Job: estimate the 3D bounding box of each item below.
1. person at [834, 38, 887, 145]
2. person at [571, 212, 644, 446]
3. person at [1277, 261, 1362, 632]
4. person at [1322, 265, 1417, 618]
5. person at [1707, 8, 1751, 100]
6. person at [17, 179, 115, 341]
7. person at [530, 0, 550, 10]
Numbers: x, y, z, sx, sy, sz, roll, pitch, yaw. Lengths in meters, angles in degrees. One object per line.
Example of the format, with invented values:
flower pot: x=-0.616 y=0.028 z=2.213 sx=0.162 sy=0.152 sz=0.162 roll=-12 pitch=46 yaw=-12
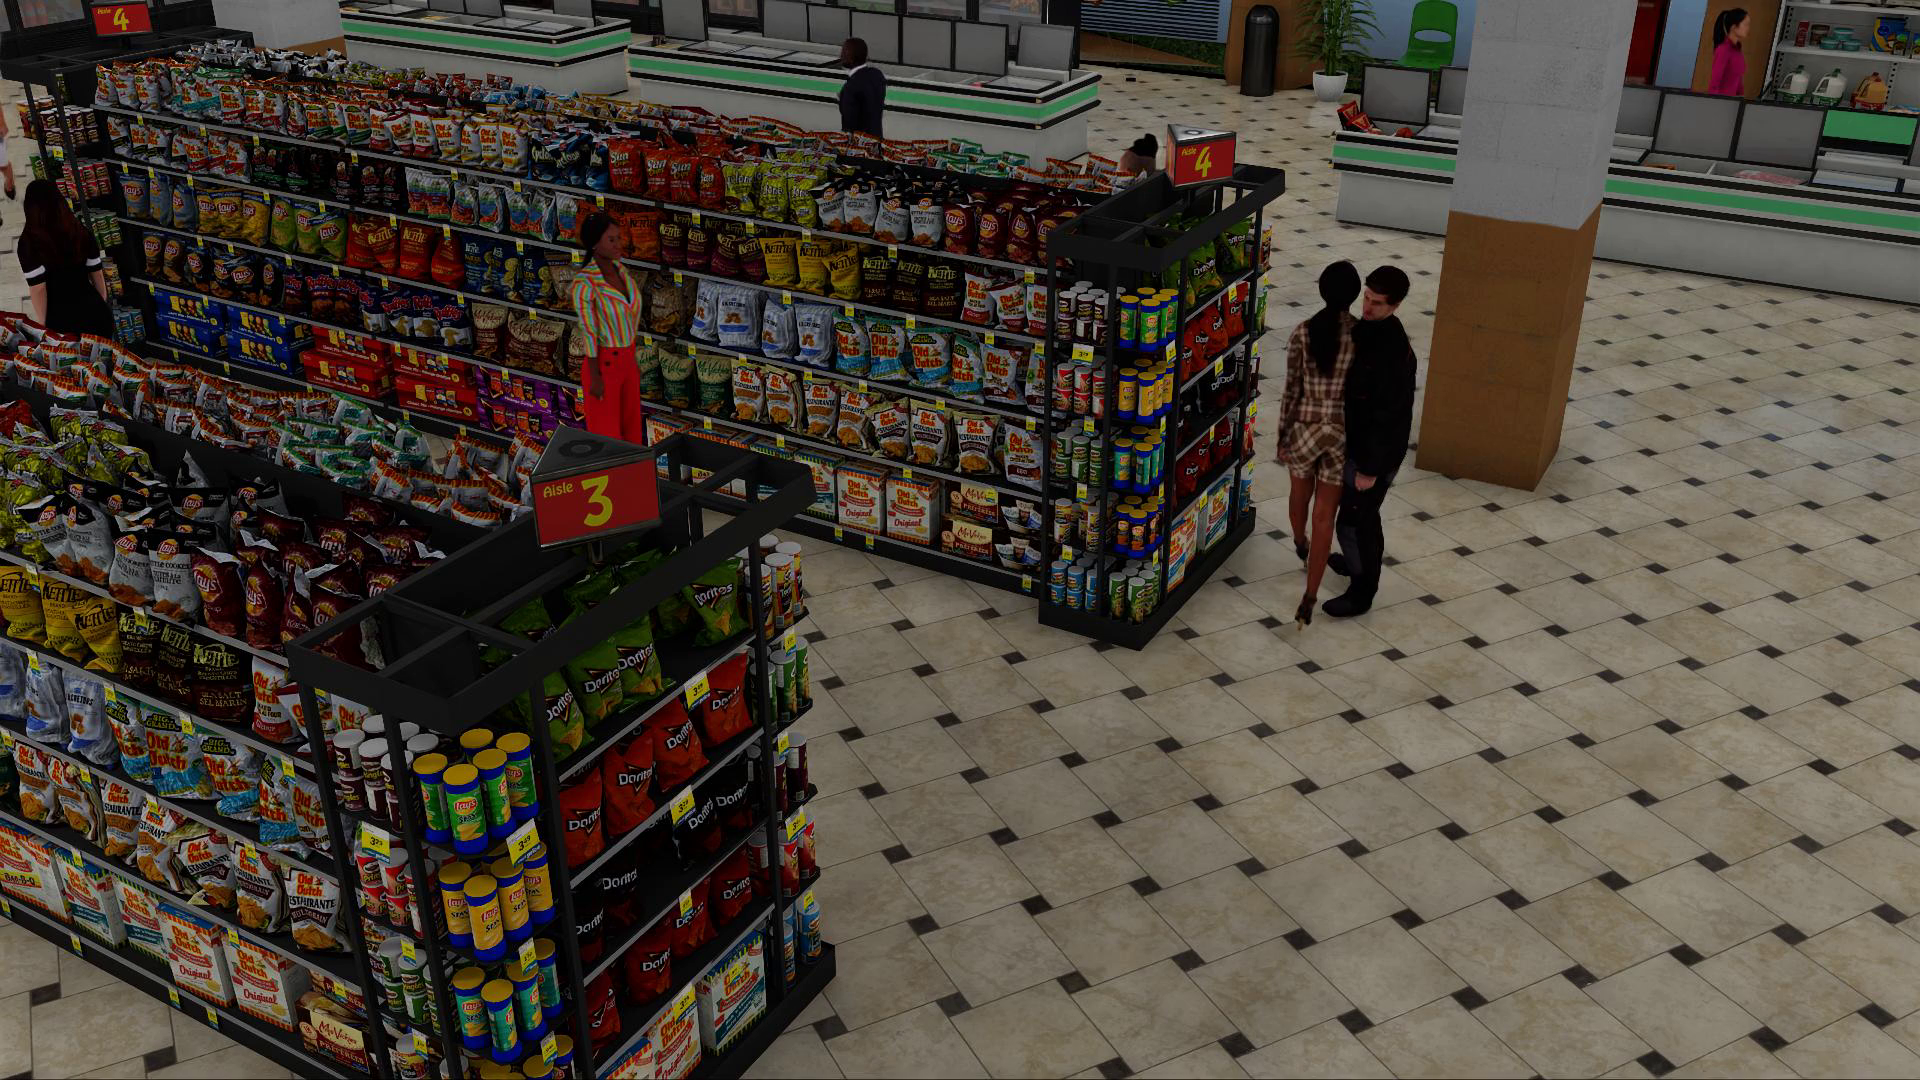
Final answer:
person: x=-0.694 y=-2.955 z=12.902 sx=1.014 sy=1.798 sz=0.689 roll=14 pitch=30 yaw=26
person: x=-1.829 y=-0.845 z=8.748 sx=0.553 sy=1.793 sz=0.624 roll=11 pitch=29 yaw=21
person: x=1.729 y=-0.391 z=7.923 sx=1.124 sy=1.729 sz=0.879 roll=6 pitch=28 yaw=12
person: x=2.002 y=-0.456 z=7.964 sx=0.809 sy=1.808 sz=0.951 roll=9 pitch=28 yaw=17
person: x=6.656 y=-3.864 z=14.865 sx=1.153 sy=1.644 sz=0.615 roll=16 pitch=31 yaw=29
person: x=-5.263 y=-1.337 z=9.889 sx=0.623 sy=1.639 sz=0.639 roll=20 pitch=33 yaw=34
person: x=-5.676 y=-7.668 z=22.249 sx=0.602 sy=1.749 sz=0.619 roll=21 pitch=33 yaw=35
